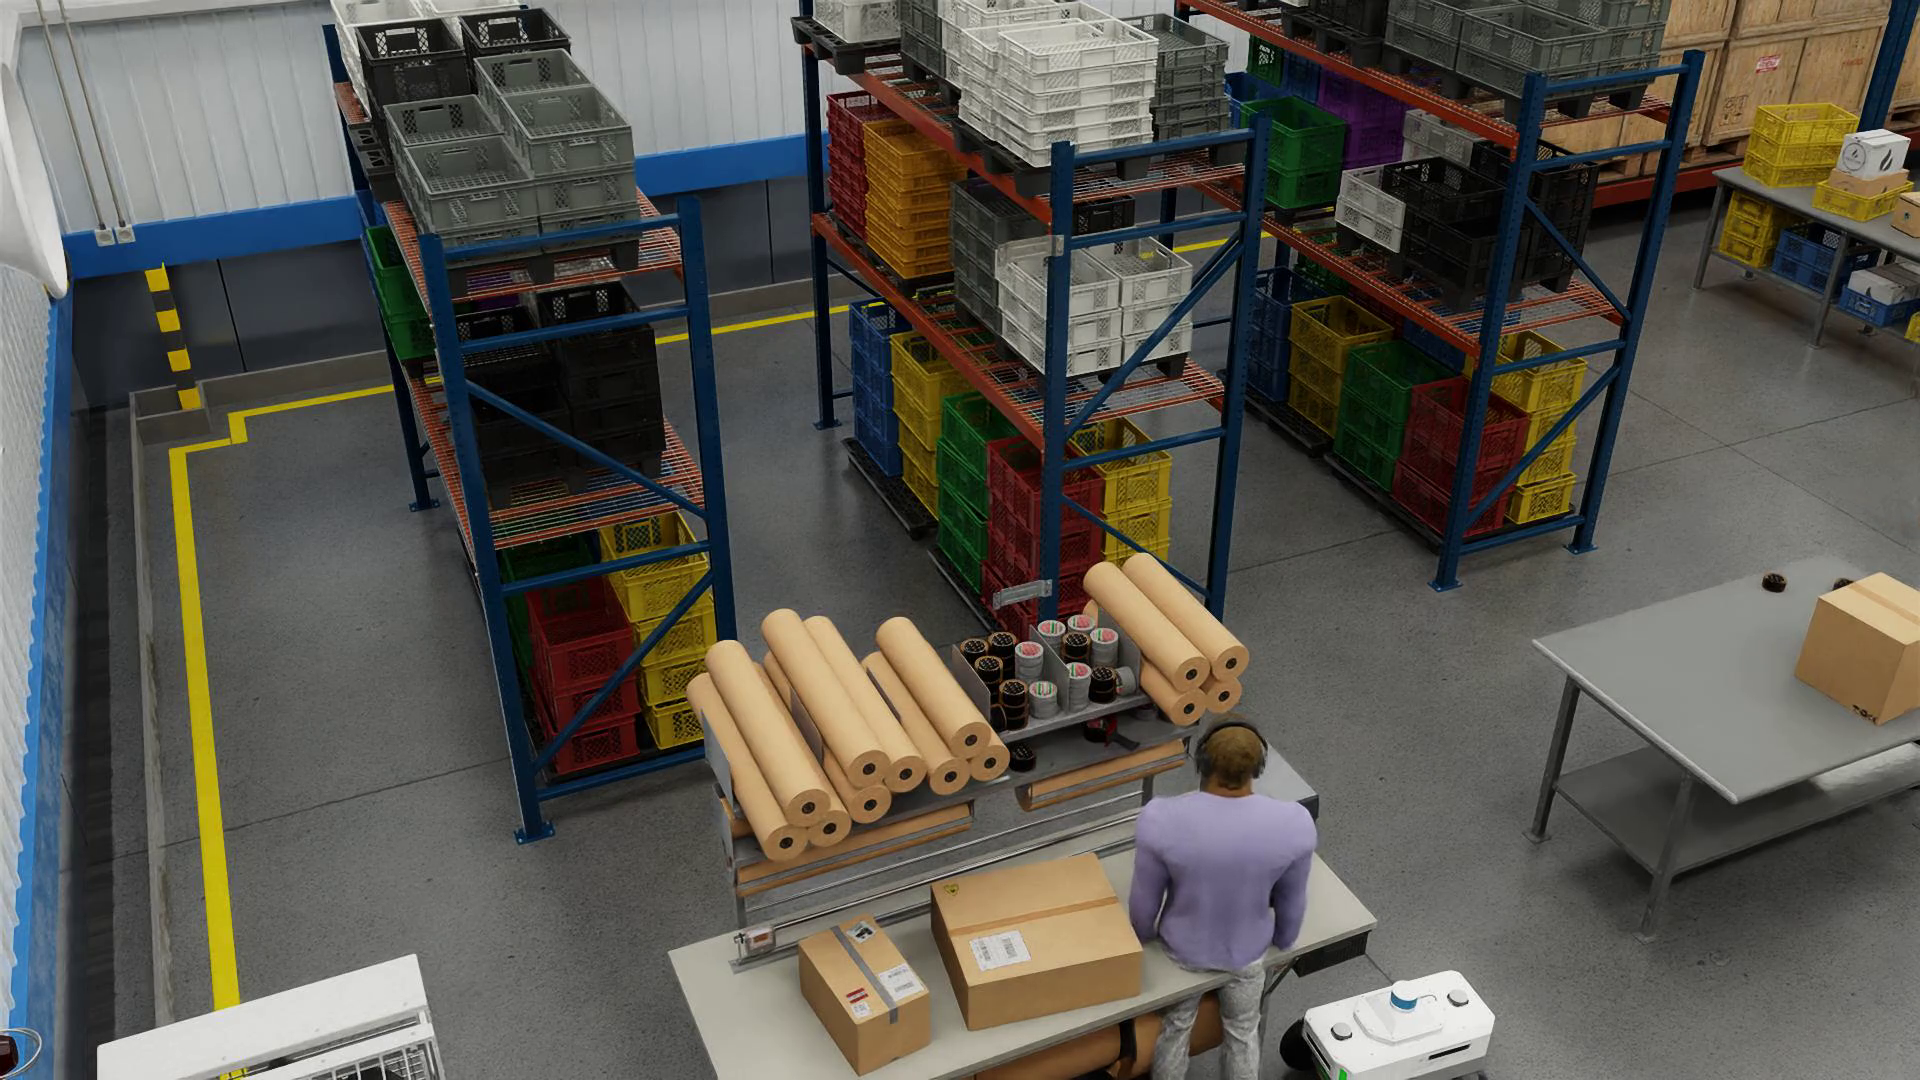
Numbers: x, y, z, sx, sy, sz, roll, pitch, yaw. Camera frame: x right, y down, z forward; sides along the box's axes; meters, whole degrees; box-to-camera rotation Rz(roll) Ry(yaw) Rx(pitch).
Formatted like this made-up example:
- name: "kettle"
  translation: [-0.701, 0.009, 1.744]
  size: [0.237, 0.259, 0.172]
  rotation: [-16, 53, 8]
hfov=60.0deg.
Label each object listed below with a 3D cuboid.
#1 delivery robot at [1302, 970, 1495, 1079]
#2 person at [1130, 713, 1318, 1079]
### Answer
- name: "delivery robot"
  translation: [1.702, 1.921, 6.470]
  size: [0.707, 0.478, 0.477]
  rotation: [-10, 33, -16]
- name: "person"
  translation: [0.924, 1.446, 6.029]
  size: [0.631, 1.932, 0.372]
  rotation: [2, 32, 2]
